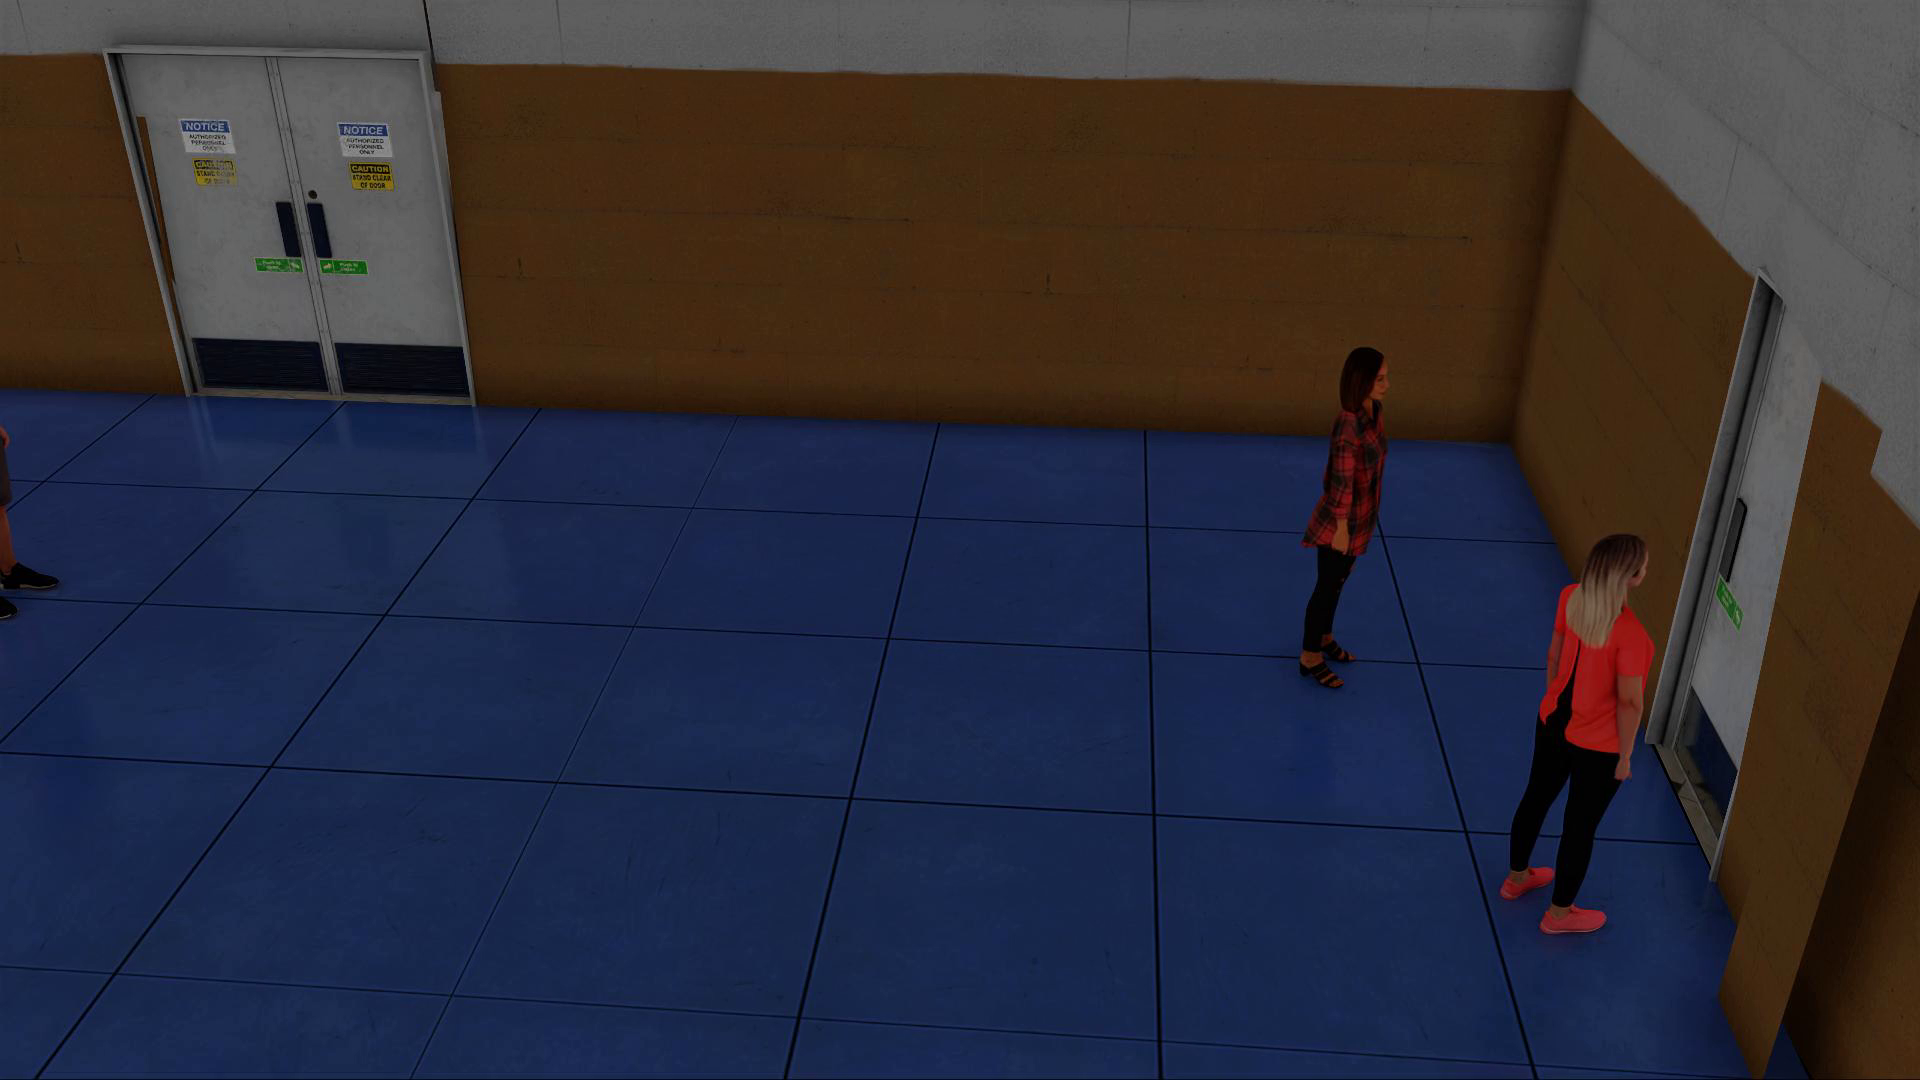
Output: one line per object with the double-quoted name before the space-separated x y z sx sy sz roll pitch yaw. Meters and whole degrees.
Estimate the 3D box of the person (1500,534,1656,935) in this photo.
"person" 2.359 0.729 6.329 0.735 1.693 0.616 -11 31 -19

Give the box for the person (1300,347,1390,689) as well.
"person" 1.822 -0.115 7.866 0.749 1.702 0.614 13 31 23
